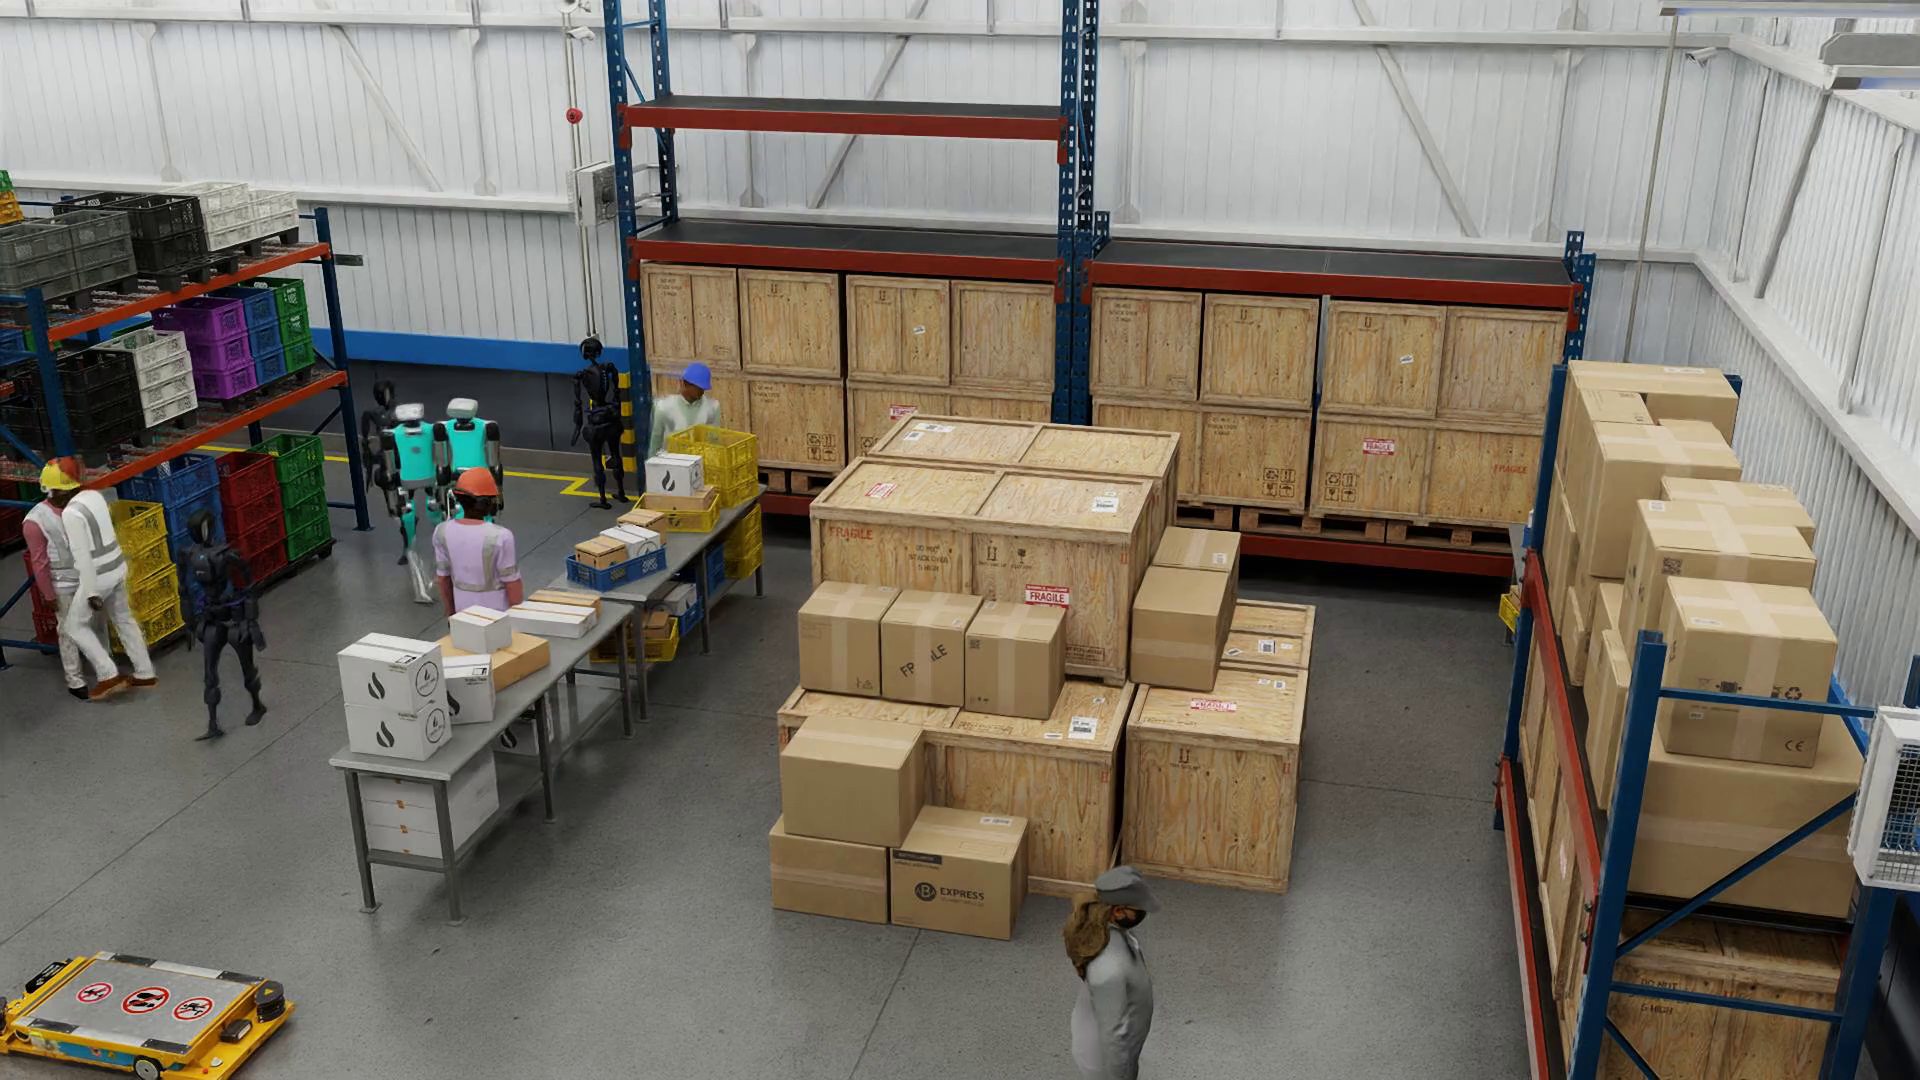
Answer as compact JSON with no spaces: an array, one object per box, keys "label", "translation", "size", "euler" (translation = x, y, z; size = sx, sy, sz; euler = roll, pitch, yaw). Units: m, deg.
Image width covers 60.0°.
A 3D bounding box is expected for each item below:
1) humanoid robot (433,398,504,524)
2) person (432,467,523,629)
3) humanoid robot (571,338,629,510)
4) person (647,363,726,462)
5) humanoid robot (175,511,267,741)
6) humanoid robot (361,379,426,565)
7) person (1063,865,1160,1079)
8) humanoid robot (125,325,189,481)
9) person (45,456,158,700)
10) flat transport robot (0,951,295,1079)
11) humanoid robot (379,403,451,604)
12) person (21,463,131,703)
[{"label":"humanoid robot","translation":[-4.001,-0.240,13.545],"size":[0.542,1.761,0.682],"euler":[-2,21,-6]},{"label":"person","translation":[-3.215,0.489,11.301],"size":[0.605,2.032,0.399],"euler":[6,22,16]},{"label":"humanoid robot","translation":[-3.470,-1.130,16.007],"size":[0.315,1.658,0.599],"euler":[16,26,36]},{"label":"person","translation":[-2.347,-0.624,14.405],"size":[0.630,1.888,0.592],"euler":[-11,24,-27]},{"label":"humanoid robot","translation":[-5.120,0.596,11.529],"size":[0.591,1.645,0.670],"euler":[2,21,4]},{"label":"humanoid robot","translation":[-4.998,-0.659,14.844],"size":[0.609,1.629,0.725],"euler":[2,21,5]},{"label":"person","translation":[0.634,2.194,7.211],"size":[0.403,1.763,0.561],"euler":[0,21,1]},{"label":"humanoid robot","translation":[-7.889,-1.312,16.497],"size":[0.538,1.816,0.879],"euler":[-10,23,-25]},{"label":"person","translation":[-6.264,0.279,12.107],"size":[0.521,1.854,0.588],"euler":[-2,21,-5]},{"label":"flat transport robot","translation":[-4.270,2.464,8.601],"size":[1.431,0.231,0.659],"euler":[5,22,13]},{"label":"humanoid robot","translation":[-4.550,-0.353,13.961],"size":[0.554,1.768,0.867],"euler":[-9,23,-23]},{"label":"person","translation":[-6.433,0.289,12.115],"size":[0.403,1.823,0.594],"euler":[8,22,20]}]
